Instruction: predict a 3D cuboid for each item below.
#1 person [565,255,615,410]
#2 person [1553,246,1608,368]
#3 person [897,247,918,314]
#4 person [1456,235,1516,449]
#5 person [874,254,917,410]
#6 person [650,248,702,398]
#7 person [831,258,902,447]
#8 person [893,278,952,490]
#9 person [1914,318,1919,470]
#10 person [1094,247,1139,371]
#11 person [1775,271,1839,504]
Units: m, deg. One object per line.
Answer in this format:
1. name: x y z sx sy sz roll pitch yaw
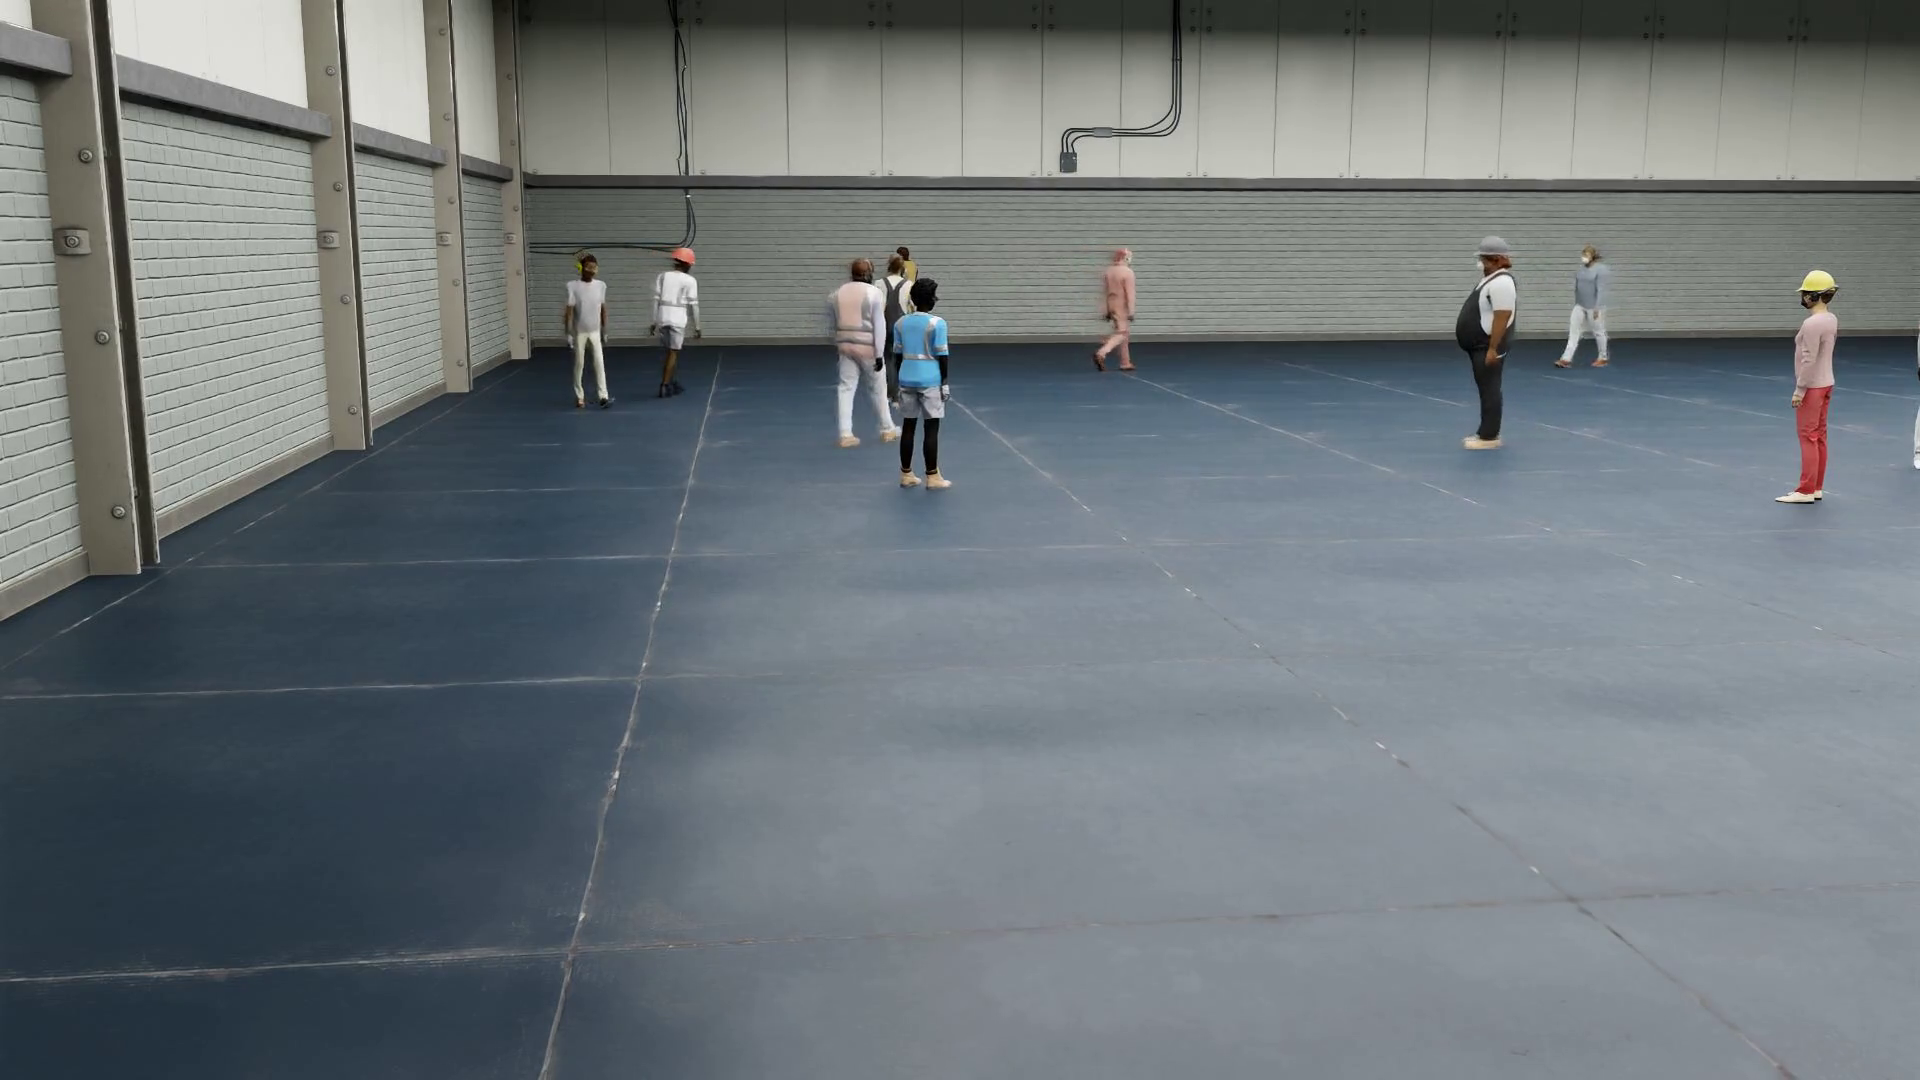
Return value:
1. person: -4.353 -2.419 19.468 0.568 1.802 1.003 -6 12 -30
2. person: 9.693 -3.589 25.690 1.047 1.883 0.652 -5 12 -26
3. person: -1.038 -4.439 30.451 0.430 1.845 0.619 7 12 33
4. person: 5.026 -1.891 15.942 0.536 2.000 0.683 2 11 11
5. person: -0.744 -2.470 19.718 0.551 1.815 0.808 1 10 6
6. person: -3.588 -2.746 21.068 0.573 1.874 0.757 5 11 24
7. person: -0.914 -1.831 16.240 0.648 1.801 0.892 6 12 29
8. person: -0.301 -1.250 13.368 0.538 1.695 0.320 8 13 37
9. person: 8.616 -1.553 14.429 0.587 1.916 0.392 1 10 4
10. person: 2.363 -3.458 24.986 0.799 1.882 0.650 -5 12 -26
11. person: 6.473 -1.156 12.668 0.312 1.768 0.529 9 14 42
